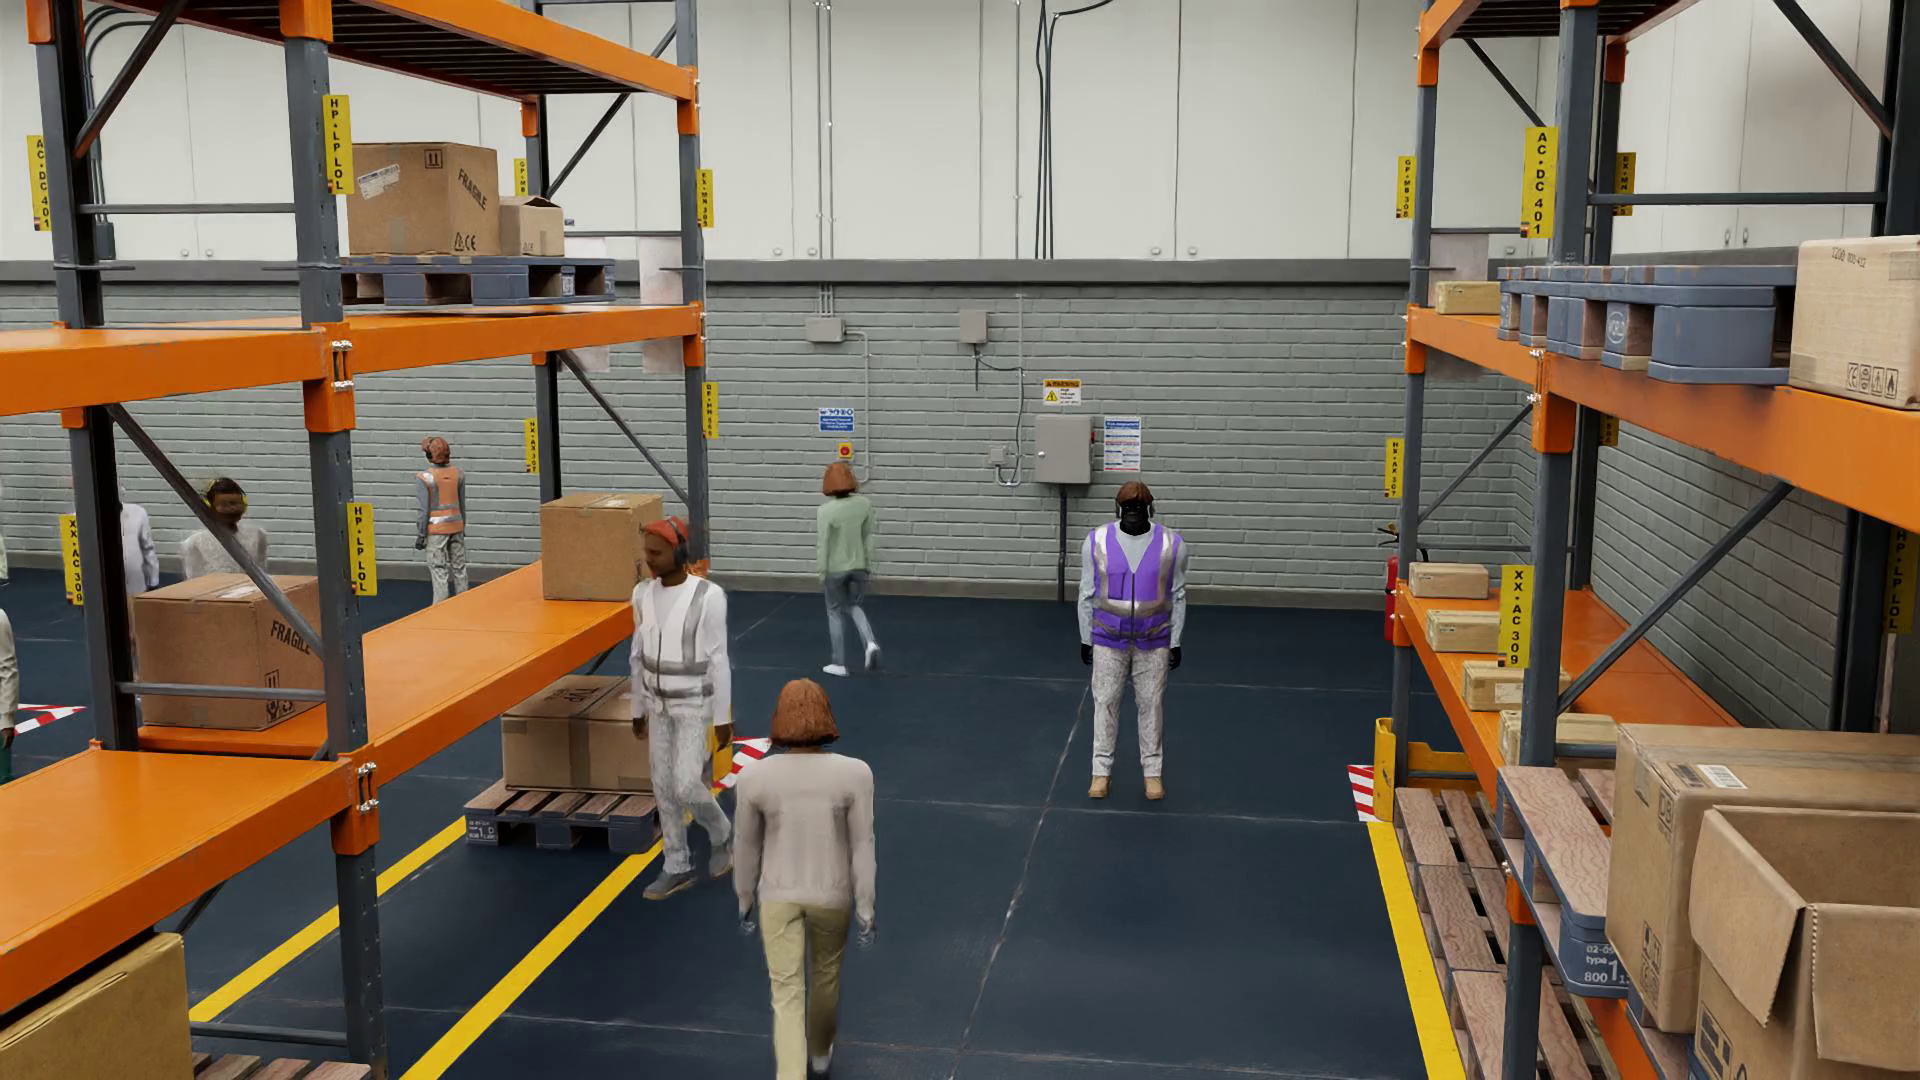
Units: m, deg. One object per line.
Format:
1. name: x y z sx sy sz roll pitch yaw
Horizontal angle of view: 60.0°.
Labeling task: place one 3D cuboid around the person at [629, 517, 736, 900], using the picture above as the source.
1. person: -1.346 0.809 8.039 0.599 1.866 0.465 6 11 33

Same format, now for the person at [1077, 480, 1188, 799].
1. person: 0.988 0.575 9.568 0.627 1.844 0.429 1 9 5

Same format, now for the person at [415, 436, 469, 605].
1. person: -4.381 -0.057 14.078 0.312 1.642 0.512 6 11 31

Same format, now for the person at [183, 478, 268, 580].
1. person: -4.256 0.548 9.780 0.540 1.821 0.944 -8 12 -41

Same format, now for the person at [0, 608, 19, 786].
1. person: -4.807 0.858 8.047 0.531 1.767 0.328 2 9 14

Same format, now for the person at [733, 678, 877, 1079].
1. person: -0.553 1.293 5.935 0.507 1.582 0.895 -1 9 -5

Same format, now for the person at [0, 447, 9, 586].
1. person: -9.431 -0.409 15.945 0.575 1.739 0.349 4 10 21

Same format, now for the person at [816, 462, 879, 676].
1. person: -0.836 0.227 12.377 0.520 1.619 0.433 -8 12 -40
